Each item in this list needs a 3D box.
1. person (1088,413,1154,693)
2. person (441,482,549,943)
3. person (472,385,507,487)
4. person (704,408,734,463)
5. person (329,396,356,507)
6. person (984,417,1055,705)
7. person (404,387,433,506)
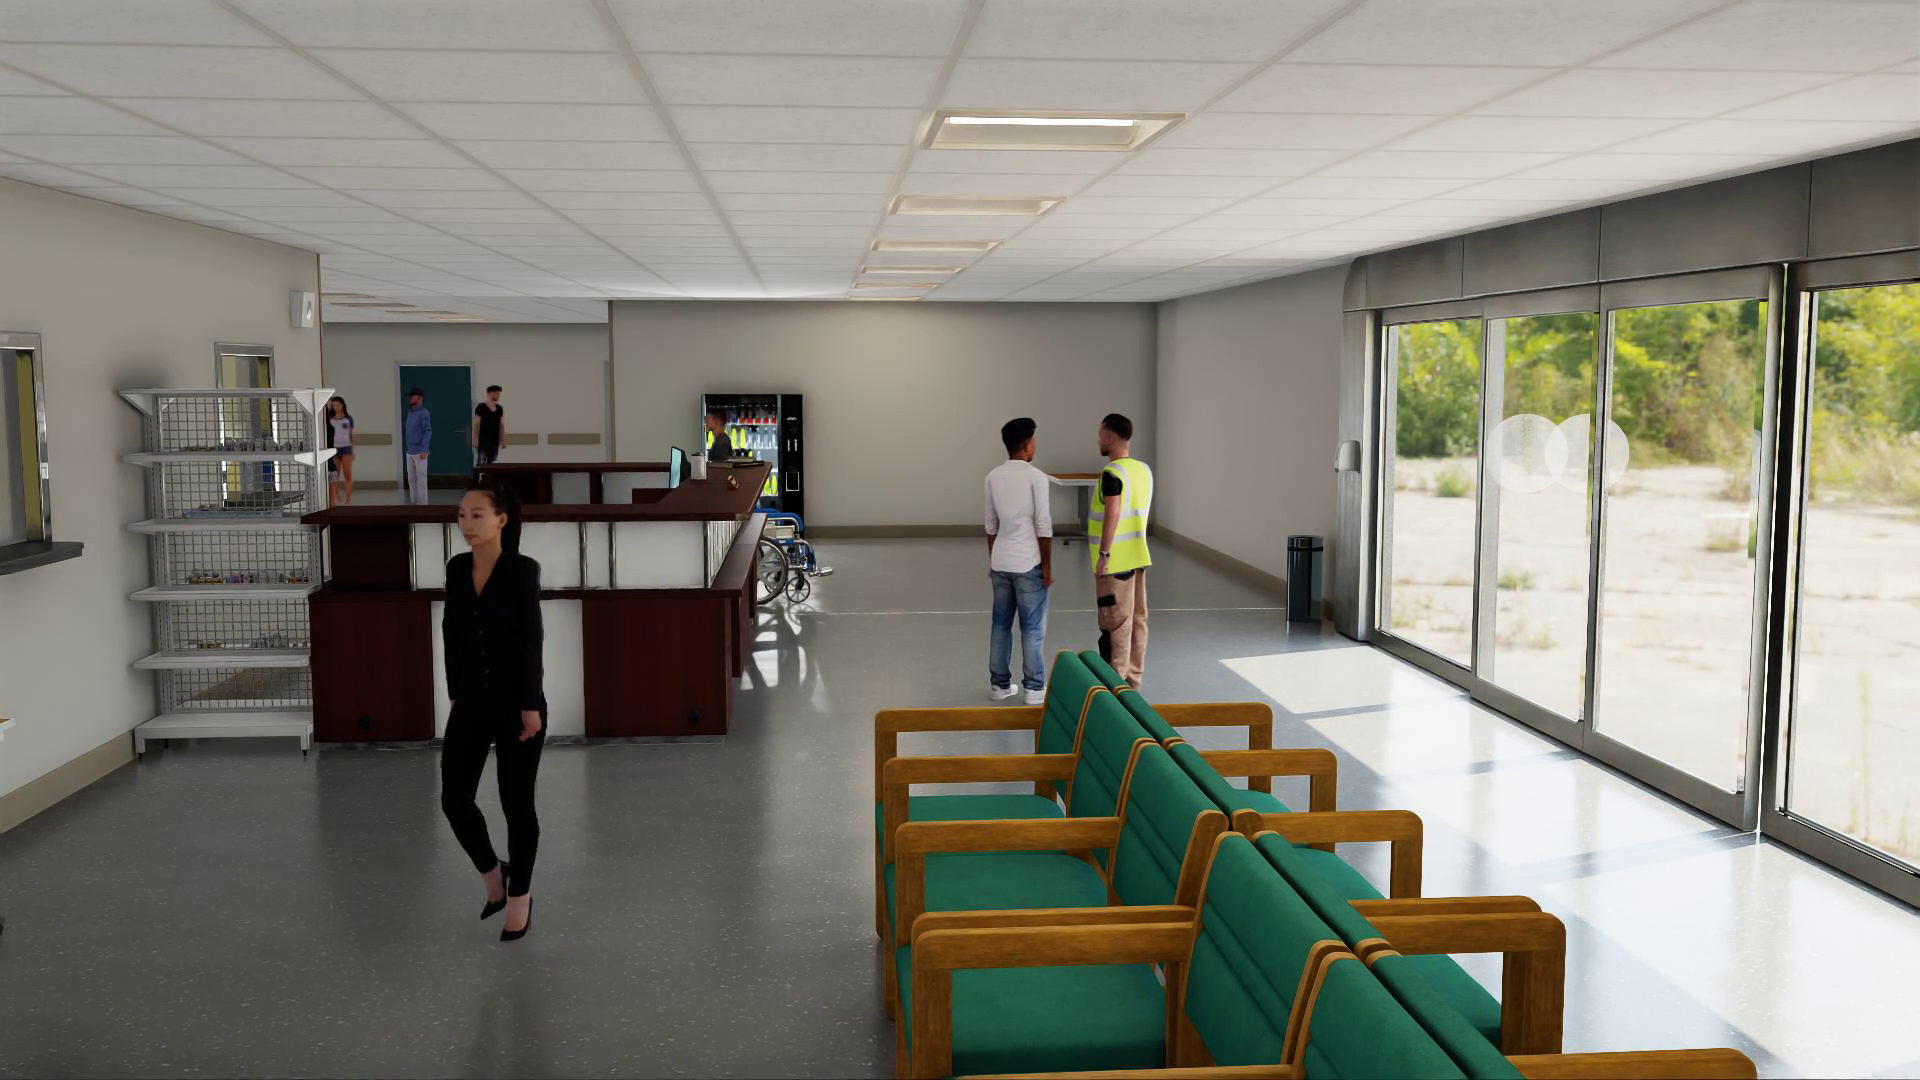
[{"bbox_3d":[1.004,0.114,10.533,0.903,1.846,0.853,4,7,32],"label":"person"},{"bbox_3d":[-1.666,0.629,6.148,0.630,1.702,0.733,1,6,12],"label":"person"},{"bbox_3d":[-8.048,-1.672,28.194,0.825,1.865,0.912,-4,7,-34],"label":"person"},{"bbox_3d":[-2.240,-0.390,16.017,0.647,1.753,0.632,-1,6,-8],"label":"person"},{"bbox_3d":[-9.649,-1.356,25.867,1.089,1.704,0.914,-3,6,-27],"label":"person"},{"bbox_3d":[0.367,0.120,10.630,0.731,1.816,0.795,4,7,38],"label":"person"},{"bbox_3d":[-7.981,-1.305,24.448,0.737,1.886,0.792,5,8,41],"label":"person"}]
